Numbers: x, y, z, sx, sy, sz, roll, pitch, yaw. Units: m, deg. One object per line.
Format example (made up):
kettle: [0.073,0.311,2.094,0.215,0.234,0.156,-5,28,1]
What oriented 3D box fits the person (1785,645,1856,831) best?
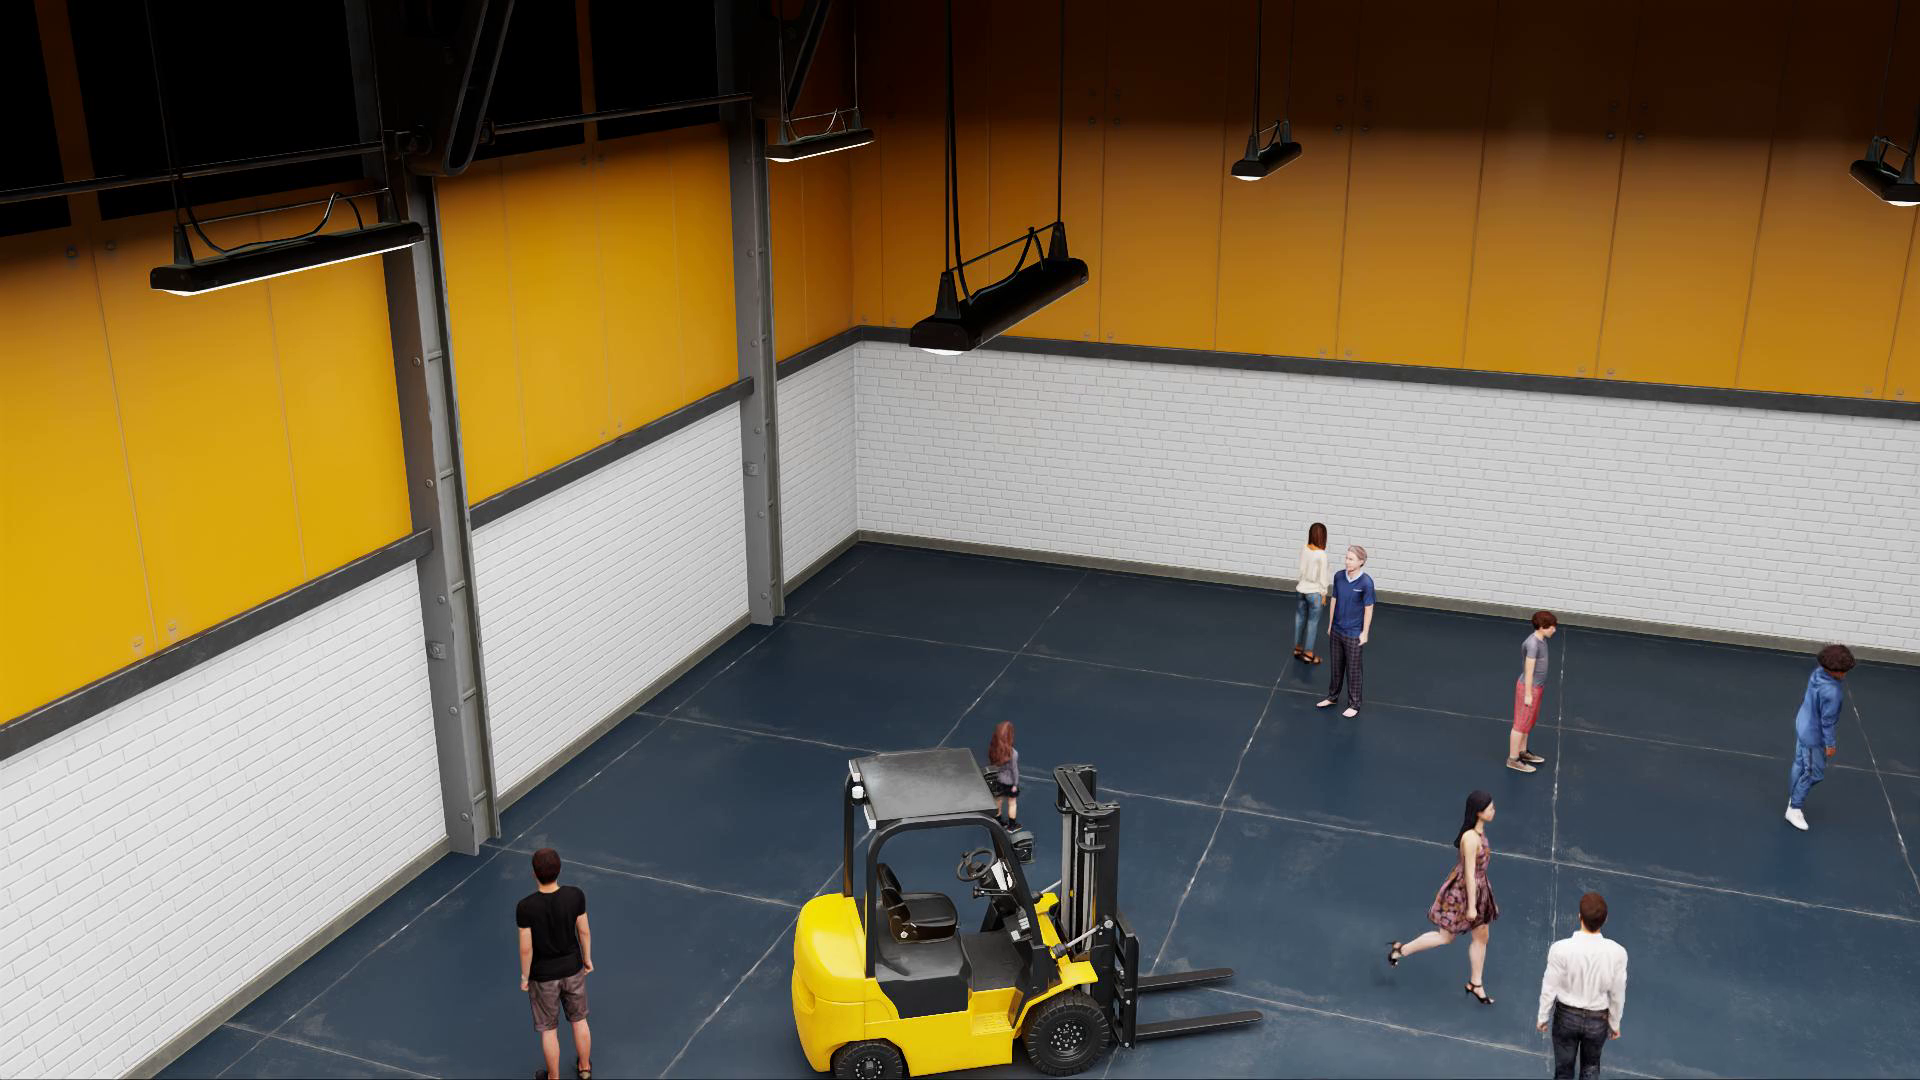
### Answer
person: [7.916,1.739,15.449,0.898,1.789,0.550,0,19,-1]

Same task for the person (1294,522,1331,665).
person: [4.009,0.597,19.012,0.746,1.679,0.688,-9,20,-24]

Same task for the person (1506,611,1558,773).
person: [5.641,1.468,16.471,0.680,1.649,0.542,12,22,31]

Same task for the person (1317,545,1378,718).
person: [4.130,0.945,17.677,0.715,1.871,0.735,-16,25,-40]

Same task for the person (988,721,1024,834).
person: [0.371,2.174,15.233,0.538,1.101,0.574,14,23,35]

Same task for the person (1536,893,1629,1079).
person: [4.103,3.217,10.940,0.741,1.864,0.702,3,19,8]

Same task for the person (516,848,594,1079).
person: [-2.822,2.998,11.595,0.736,1.861,0.822,-11,22,-30]

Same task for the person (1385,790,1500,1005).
person: [3.750,2.711,12.622,0.696,1.751,1.015,8,20,23]
